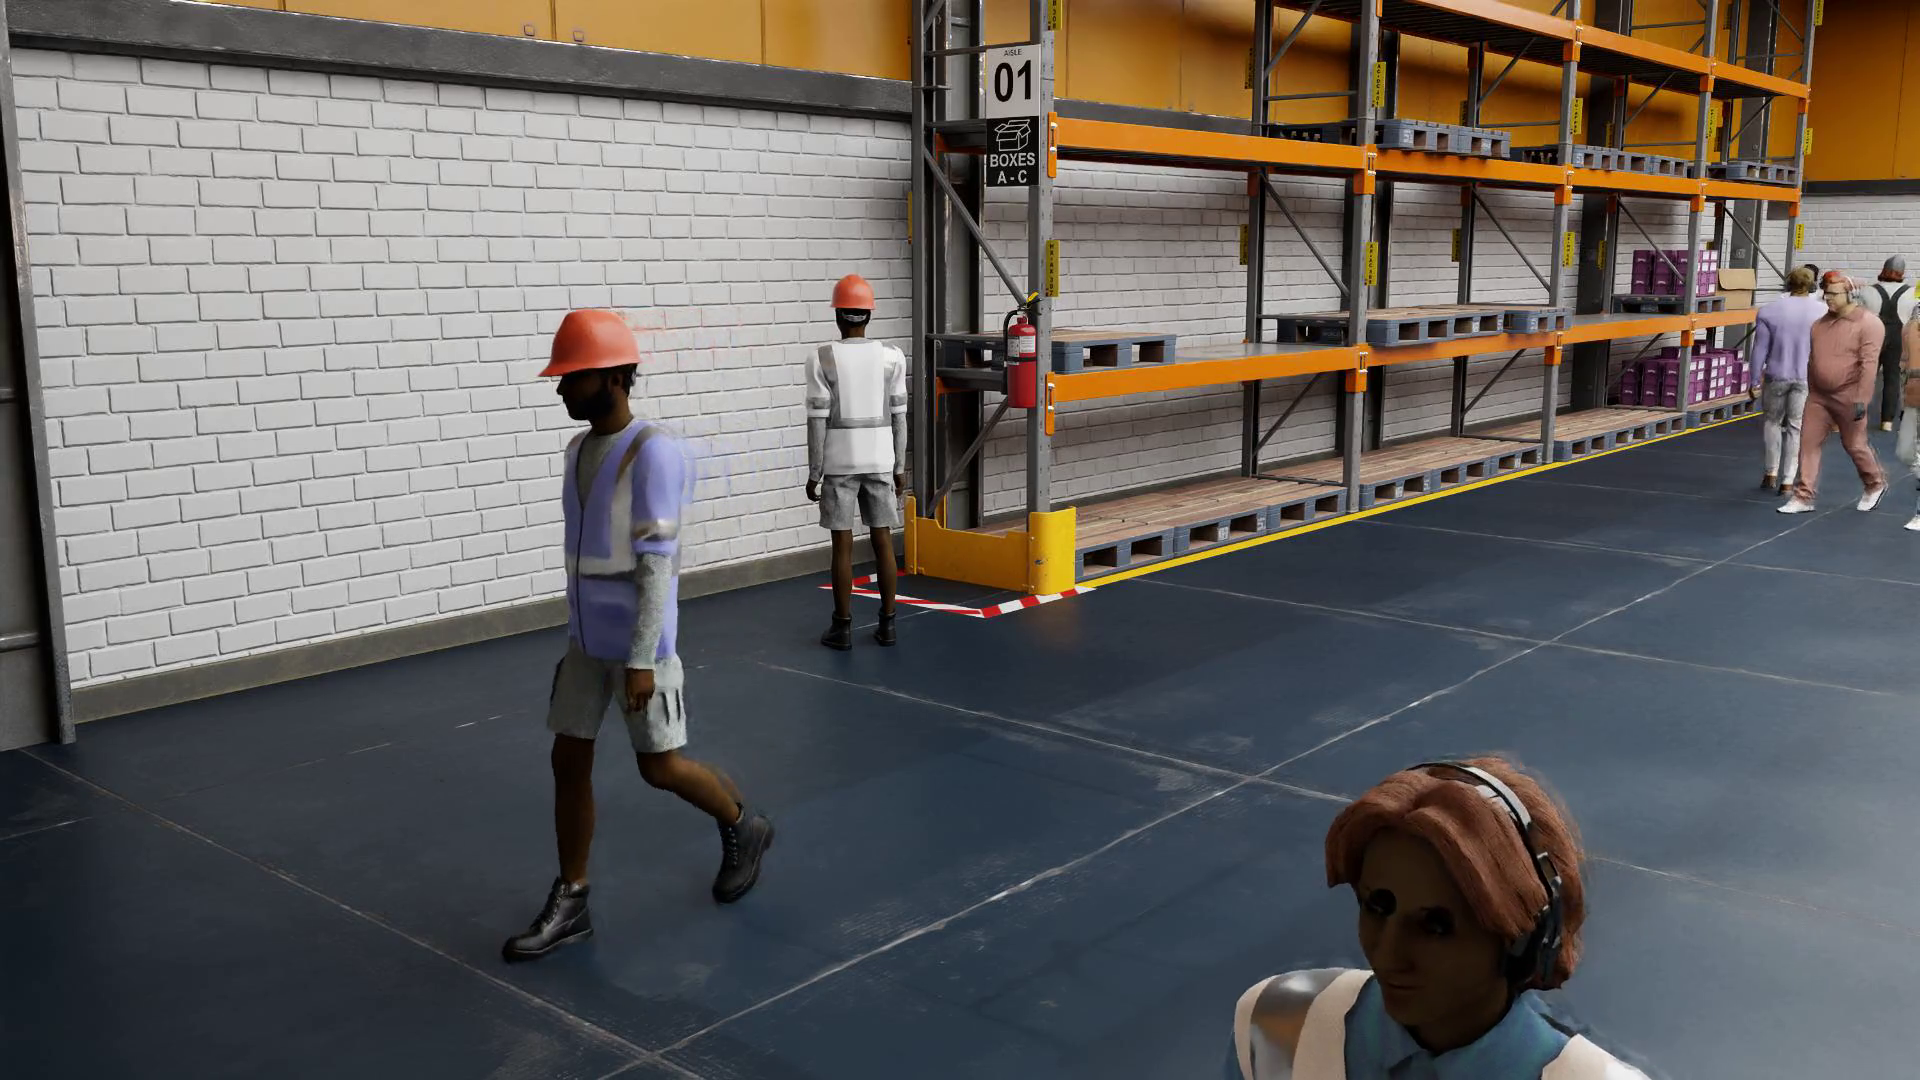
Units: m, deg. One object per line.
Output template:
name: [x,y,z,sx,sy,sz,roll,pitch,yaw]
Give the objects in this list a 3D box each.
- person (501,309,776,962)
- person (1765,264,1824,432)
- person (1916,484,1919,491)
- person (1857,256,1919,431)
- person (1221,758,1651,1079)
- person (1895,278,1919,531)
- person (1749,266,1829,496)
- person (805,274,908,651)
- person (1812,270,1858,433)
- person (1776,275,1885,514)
person: [-0.968,0.263,4.987,0.544,1.909,0.861,9,13,41]
person: [9.463,-2.164,18.800,0.698,1.896,0.446,3,11,19]
person: [8.630,-1.376,14.370,1.005,1.891,0.644,-10,14,-43]
person: [10.691,-2.306,19.210,0.687,2.000,1.055,5,11,24]
person: [0.483,0.986,1.675,0.534,1.617,0.712,10,14,44]
person: [7.215,-1.022,12.293,0.547,1.906,0.590,-5,11,-28]
person: [7.066,-1.350,14.106,0.665,1.914,0.722,5,11,27]
person: [-0.543,-0.394,8.612,0.543,1.940,0.361,-3,10,-18]
person: [9.660,-2.080,18.502,0.562,1.855,0.877,9,13,42]
person: [6.906,-1.132,13.015,0.909,1.874,0.650,-5,11,-25]
